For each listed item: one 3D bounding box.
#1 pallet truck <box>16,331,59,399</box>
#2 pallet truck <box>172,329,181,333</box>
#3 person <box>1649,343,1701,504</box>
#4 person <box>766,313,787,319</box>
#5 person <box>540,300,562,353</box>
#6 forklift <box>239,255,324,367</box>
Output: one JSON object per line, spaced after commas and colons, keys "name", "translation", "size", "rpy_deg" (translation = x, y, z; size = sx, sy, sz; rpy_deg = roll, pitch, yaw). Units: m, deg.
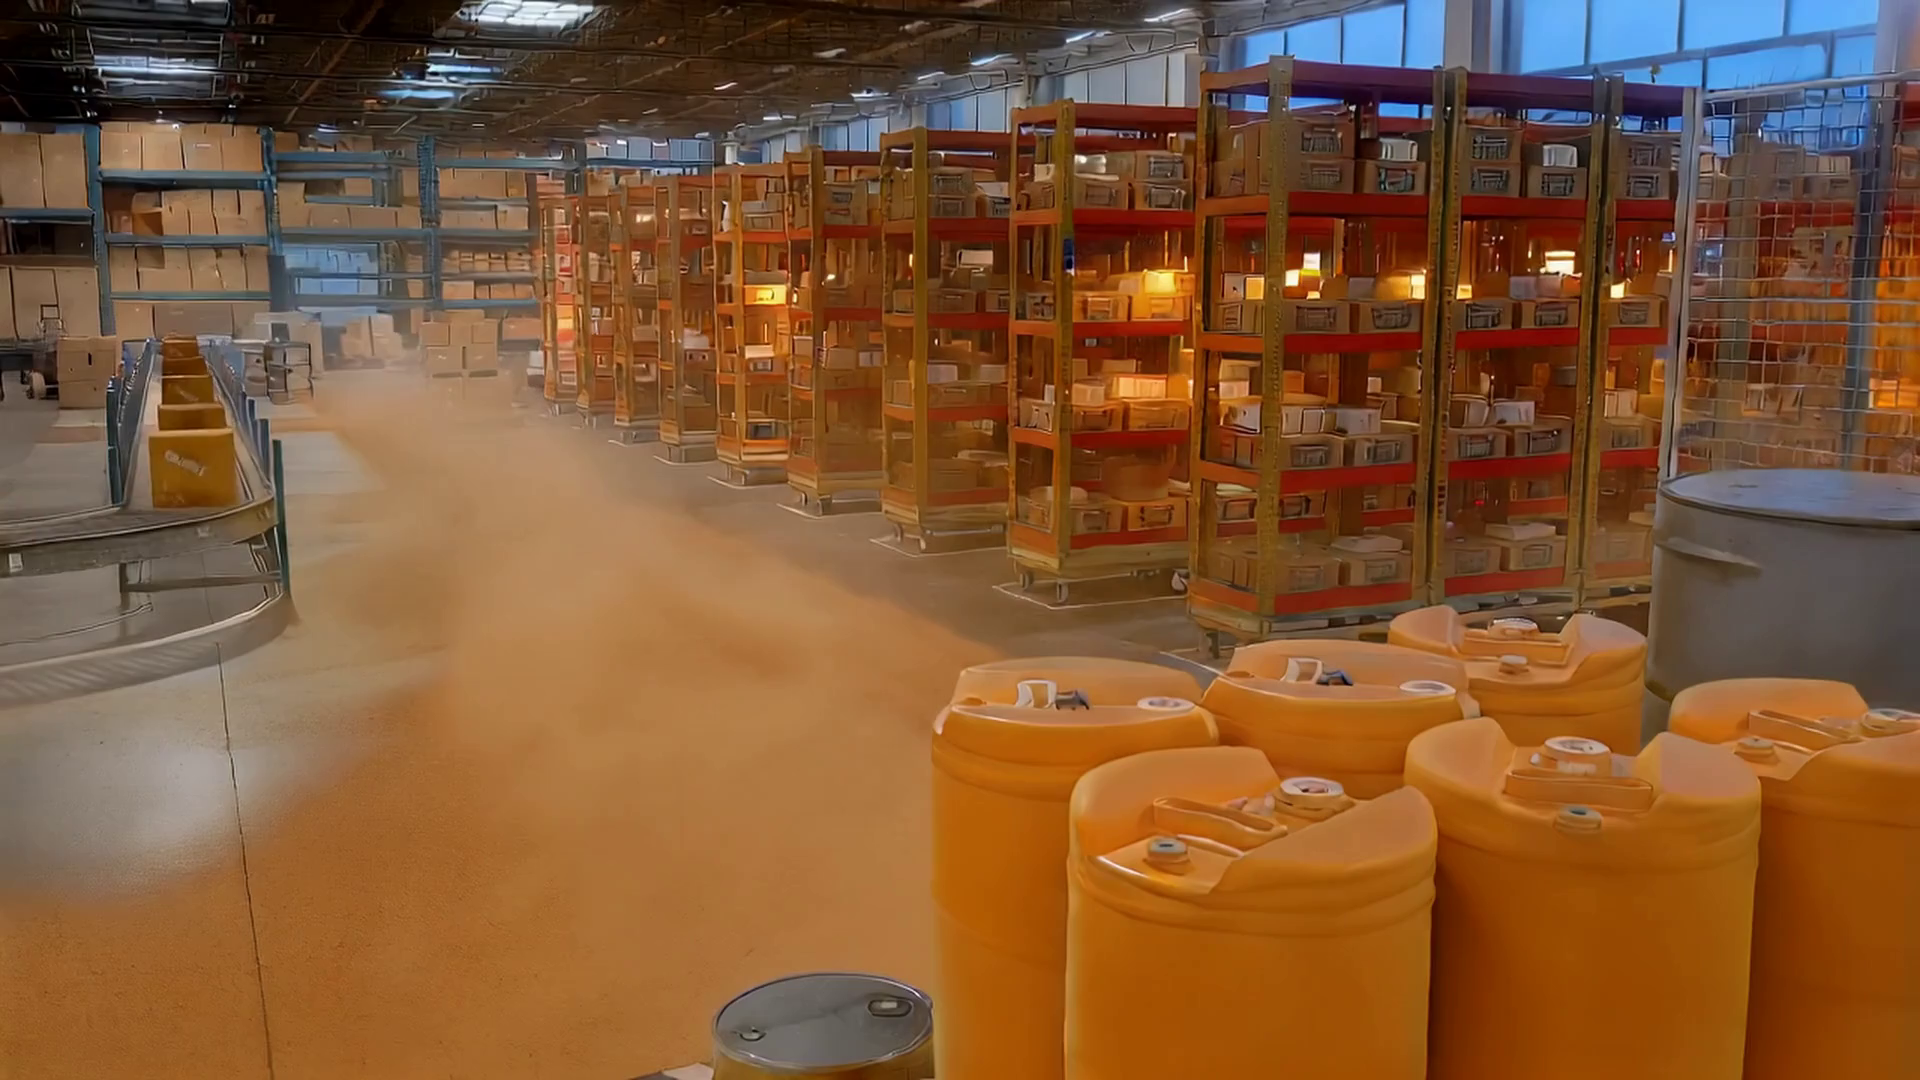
{"name": "pallet truck", "translation": [-17.082, -3.353, 31.781], "size": [1.630, 1.274, 0.653], "rpy_deg": [-4, 10, -25]}
{"name": "pallet truck", "translation": [-17.275, -3.851, 35.096], "size": [1.601, 1.201, 0.680], "rpy_deg": [0, 9, 1]}
{"name": "person", "translation": [7.232, -1.214, 16.841], "size": [0.563, 1.838, 0.391], "rpy_deg": [-4, 10, -22]}
{"name": "person", "translation": [-3.652, -3.839, 32.880], "size": [0.614, 1.930, 0.602], "rpy_deg": [4, 10, 25]}
{"name": "person", "translation": [-9.793, -4.910, 39.476], "size": [0.862, 1.953, 0.656], "rpy_deg": [1, 9, 3]}
{"name": "forklift", "translation": [-16.914, -5.672, 41.280], "size": [1.873, 2.768, 1.129], "rpy_deg": [-4, 10, -25]}
